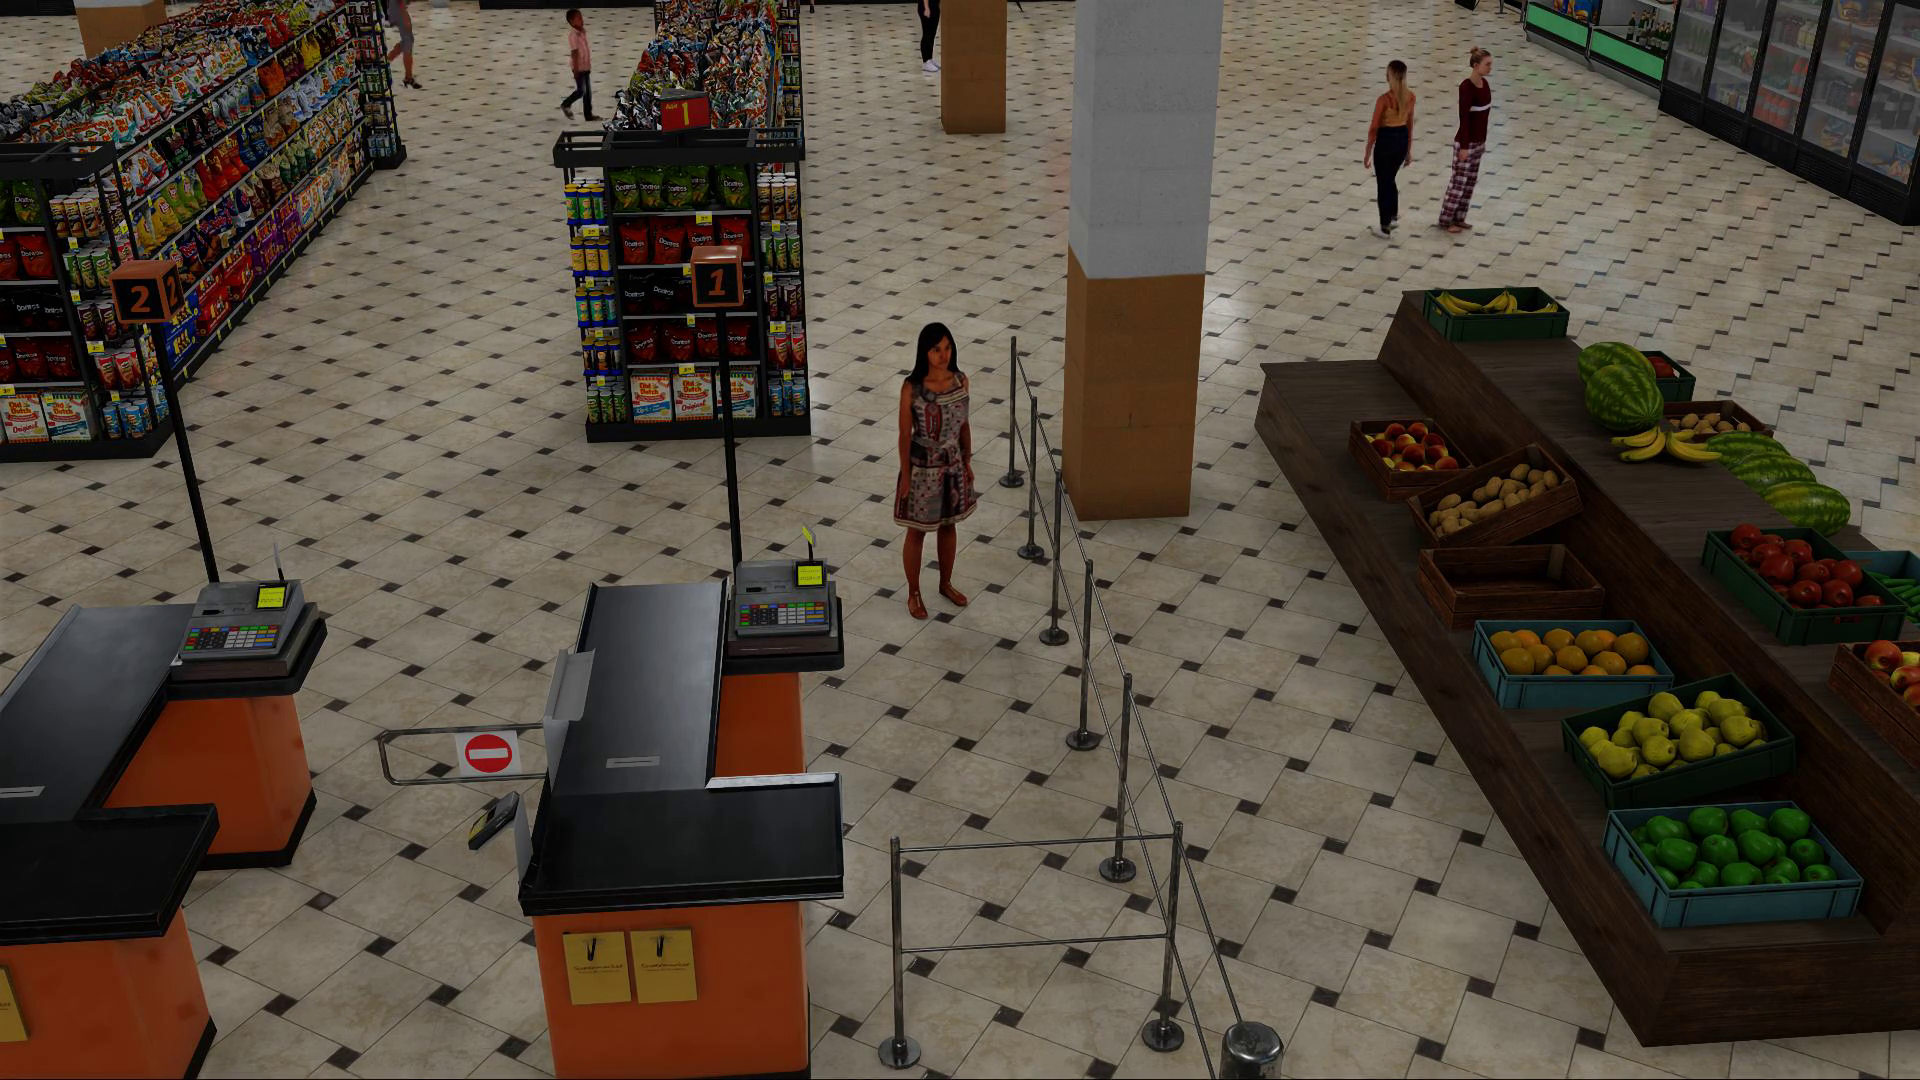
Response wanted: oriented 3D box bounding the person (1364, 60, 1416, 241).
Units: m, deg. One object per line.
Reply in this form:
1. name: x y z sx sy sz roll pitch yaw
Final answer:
1. person: 3.992 -3.535 15.239 0.679 1.598 0.681 -11 29 -20

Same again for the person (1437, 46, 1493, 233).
1. person: 4.751 -3.736 15.523 0.735 1.699 0.676 21 34 35

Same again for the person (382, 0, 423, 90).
1. person: -7.190 -6.590 21.075 0.816 1.769 0.812 -15 30 -27

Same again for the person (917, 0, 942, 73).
1. person: -0.398 -7.154 22.331 0.764 1.639 0.668 11 29 20

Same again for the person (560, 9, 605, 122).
1. person: -4.530 -5.583 19.611 0.676 1.297 0.720 6 27 11

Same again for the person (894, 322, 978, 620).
1. person: -0.136 -0.391 8.987 0.722 1.645 0.683 -14 30 -25
